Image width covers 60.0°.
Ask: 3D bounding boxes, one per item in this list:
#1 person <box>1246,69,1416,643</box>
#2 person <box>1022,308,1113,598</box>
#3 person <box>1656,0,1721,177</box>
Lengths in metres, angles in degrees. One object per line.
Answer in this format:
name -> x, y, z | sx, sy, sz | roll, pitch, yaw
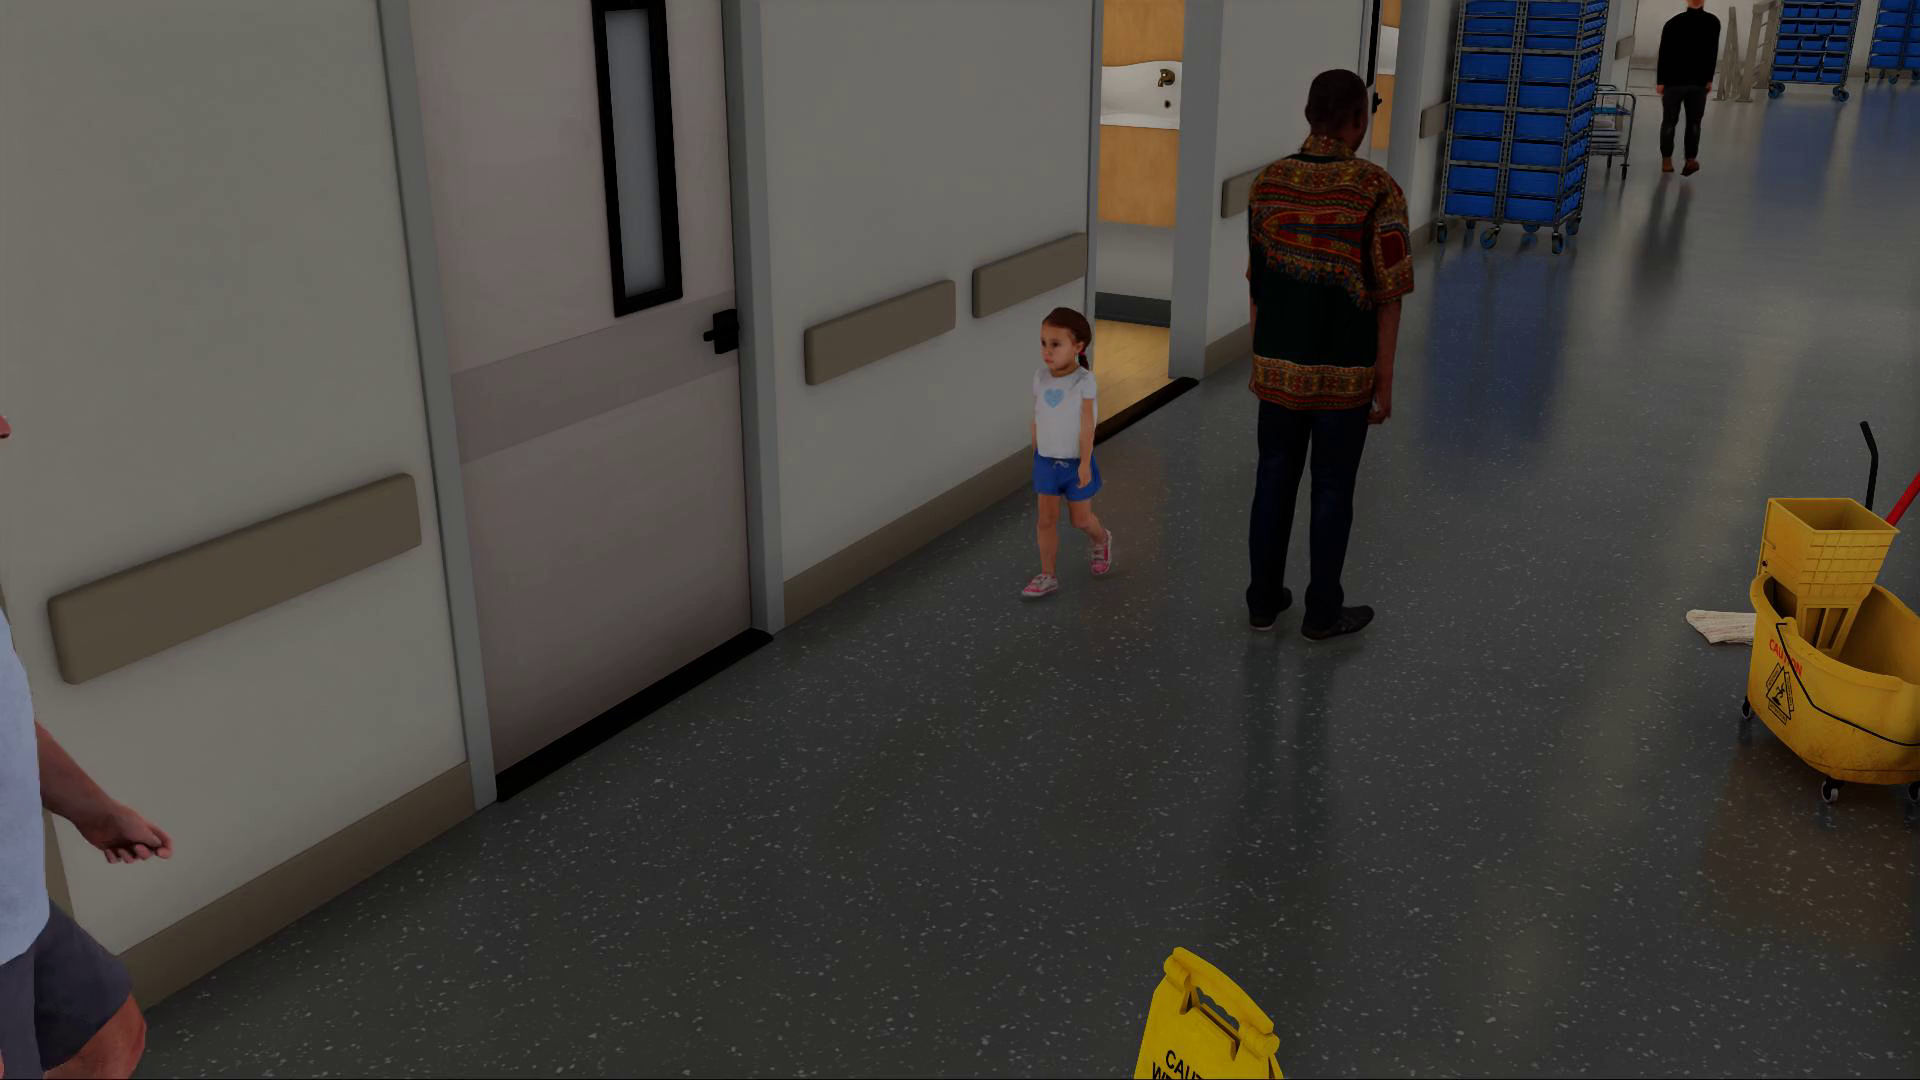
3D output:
person -> 1.127, -0.562, 5.284 | 0.720, 1.806, 0.681 | 14, 25, 33
person -> 0.395, -0.306, 5.791 | 0.456, 1.009, 0.672 | 15, 25, 34
person -> 6.511, -4.147, 14.962 | 0.842, 1.696, 1.082 | 5, 21, 12
